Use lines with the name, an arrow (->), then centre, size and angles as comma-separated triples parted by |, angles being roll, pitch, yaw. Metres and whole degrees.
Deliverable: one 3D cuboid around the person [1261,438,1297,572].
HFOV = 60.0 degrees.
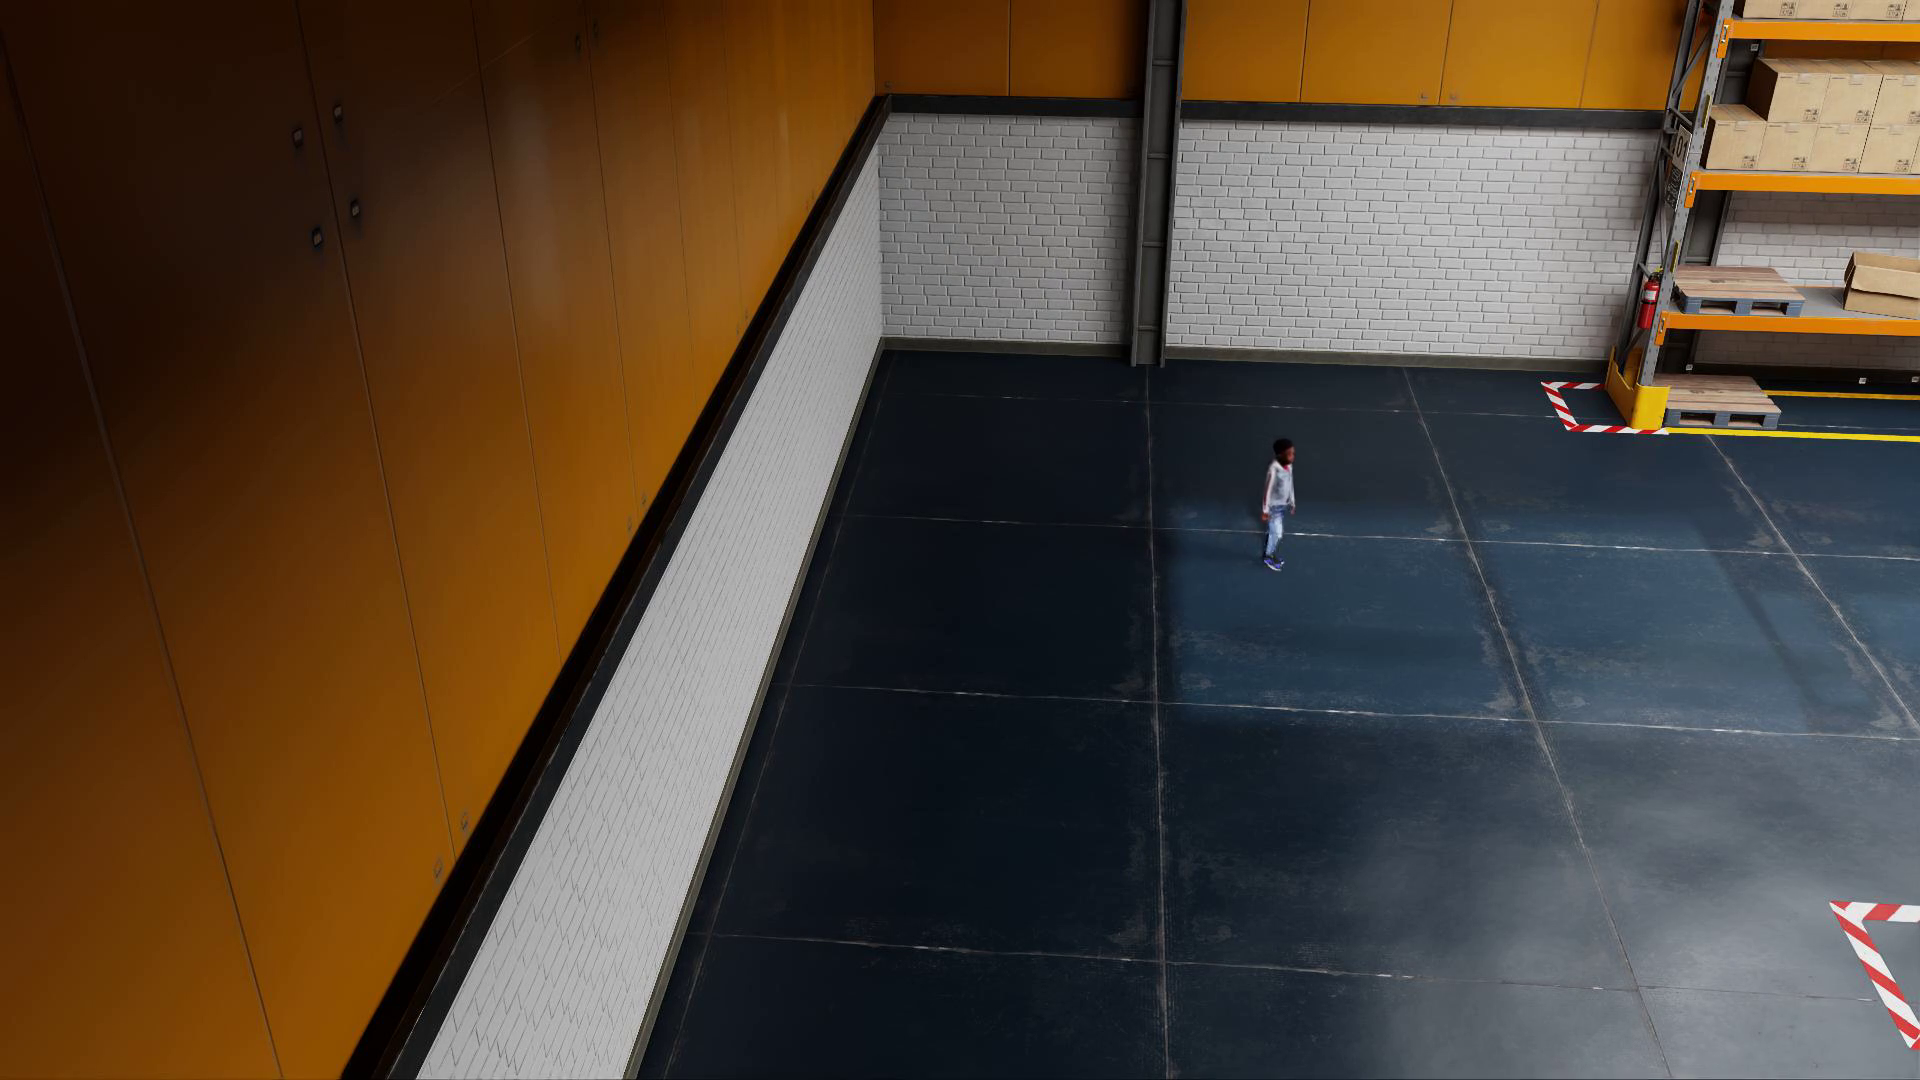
person -> 2.854, -0.367, 15.204 | 0.620, 1.255, 0.677 | -25, 37, -37
